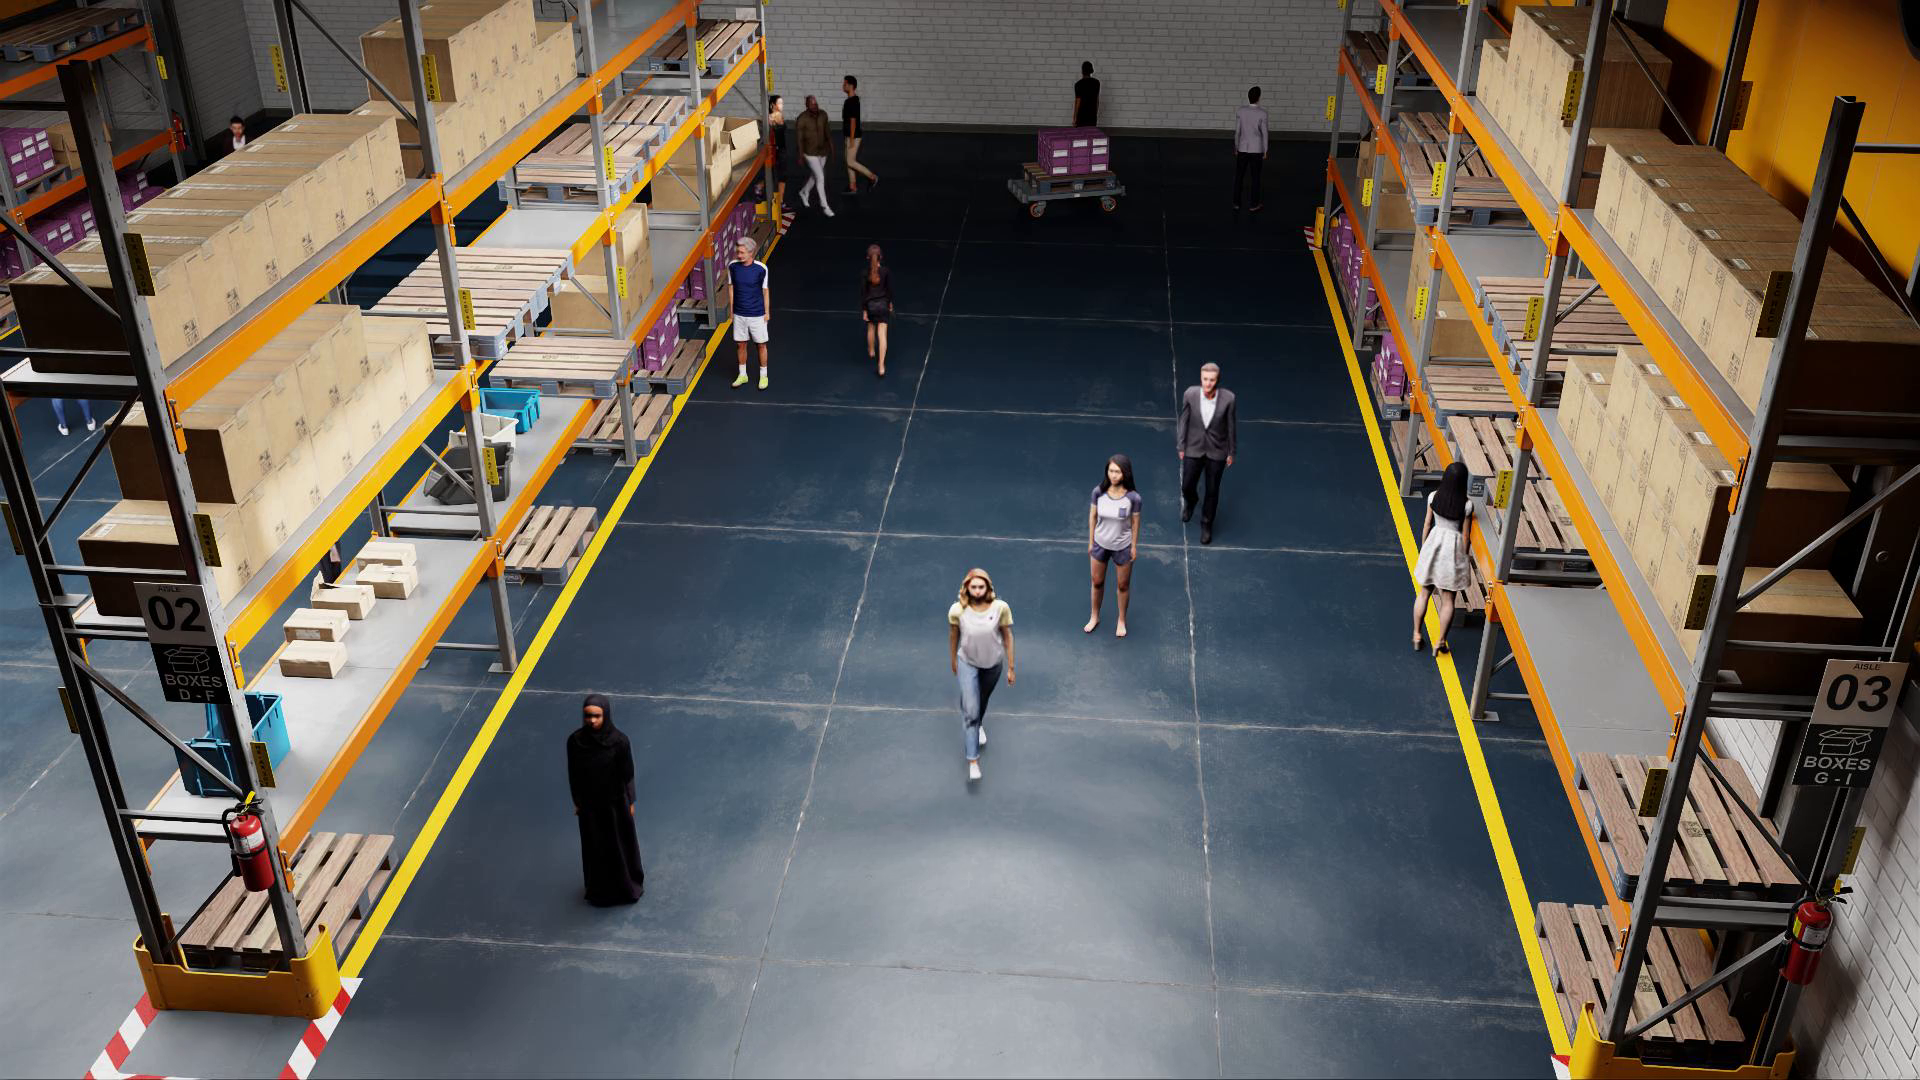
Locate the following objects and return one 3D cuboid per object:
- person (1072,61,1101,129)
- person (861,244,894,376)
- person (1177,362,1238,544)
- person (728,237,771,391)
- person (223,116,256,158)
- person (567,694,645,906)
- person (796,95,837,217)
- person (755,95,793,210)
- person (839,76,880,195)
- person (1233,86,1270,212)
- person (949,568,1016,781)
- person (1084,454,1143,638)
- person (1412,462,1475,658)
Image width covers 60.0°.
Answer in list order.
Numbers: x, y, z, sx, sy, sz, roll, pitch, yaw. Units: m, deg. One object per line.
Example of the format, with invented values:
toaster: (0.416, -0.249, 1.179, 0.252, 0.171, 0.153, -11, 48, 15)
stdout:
person: (2.039, -6.875, 26.997, 0.715, 1.757, 0.744, -17, 33, -28)
person: (-0.962, -2.692, 19.581, 0.636, 1.516, 1.078, -2, 29, -3)
person: (2.376, -0.893, 15.962, 0.767, 1.823, 0.800, 5, 29, 9)
person: (-2.419, -2.633, 19.144, 0.654, 1.831, 0.584, 5, 29, 10)
person: (-10.146, -5.123, 23.682, 0.832, 1.856, 0.943, -5, 29, -9)
person: (-2.419, 1.752, 11.334, 0.604, 1.612, 0.596, 0, 29, 1)
person: (-2.221, -5.817, 25.023, 1.212, 1.791, 1.260, -25, 37, -38)
person: (-2.858, -5.882, 25.228, 0.898, 1.709, 0.935, 18, 33, 29)
person: (-1.578, -6.243, 25.753, 0.840, 1.840, 0.868, -5, 29, -9)
person: (4.391, -5.923, 25.152, 0.755, 1.853, 0.720, 14, 32, 24)
person: (0.153, 0.928, 12.782, 0.790, 1.672, 1.164, -3, 29, -6)
person: (1.334, 0.031, 14.390, 0.640, 1.706, 0.600, 9, 30, 16)
person: (4.101, 0.157, 14.094, 0.777, 1.769, 0.802, 19, 34, 31)
